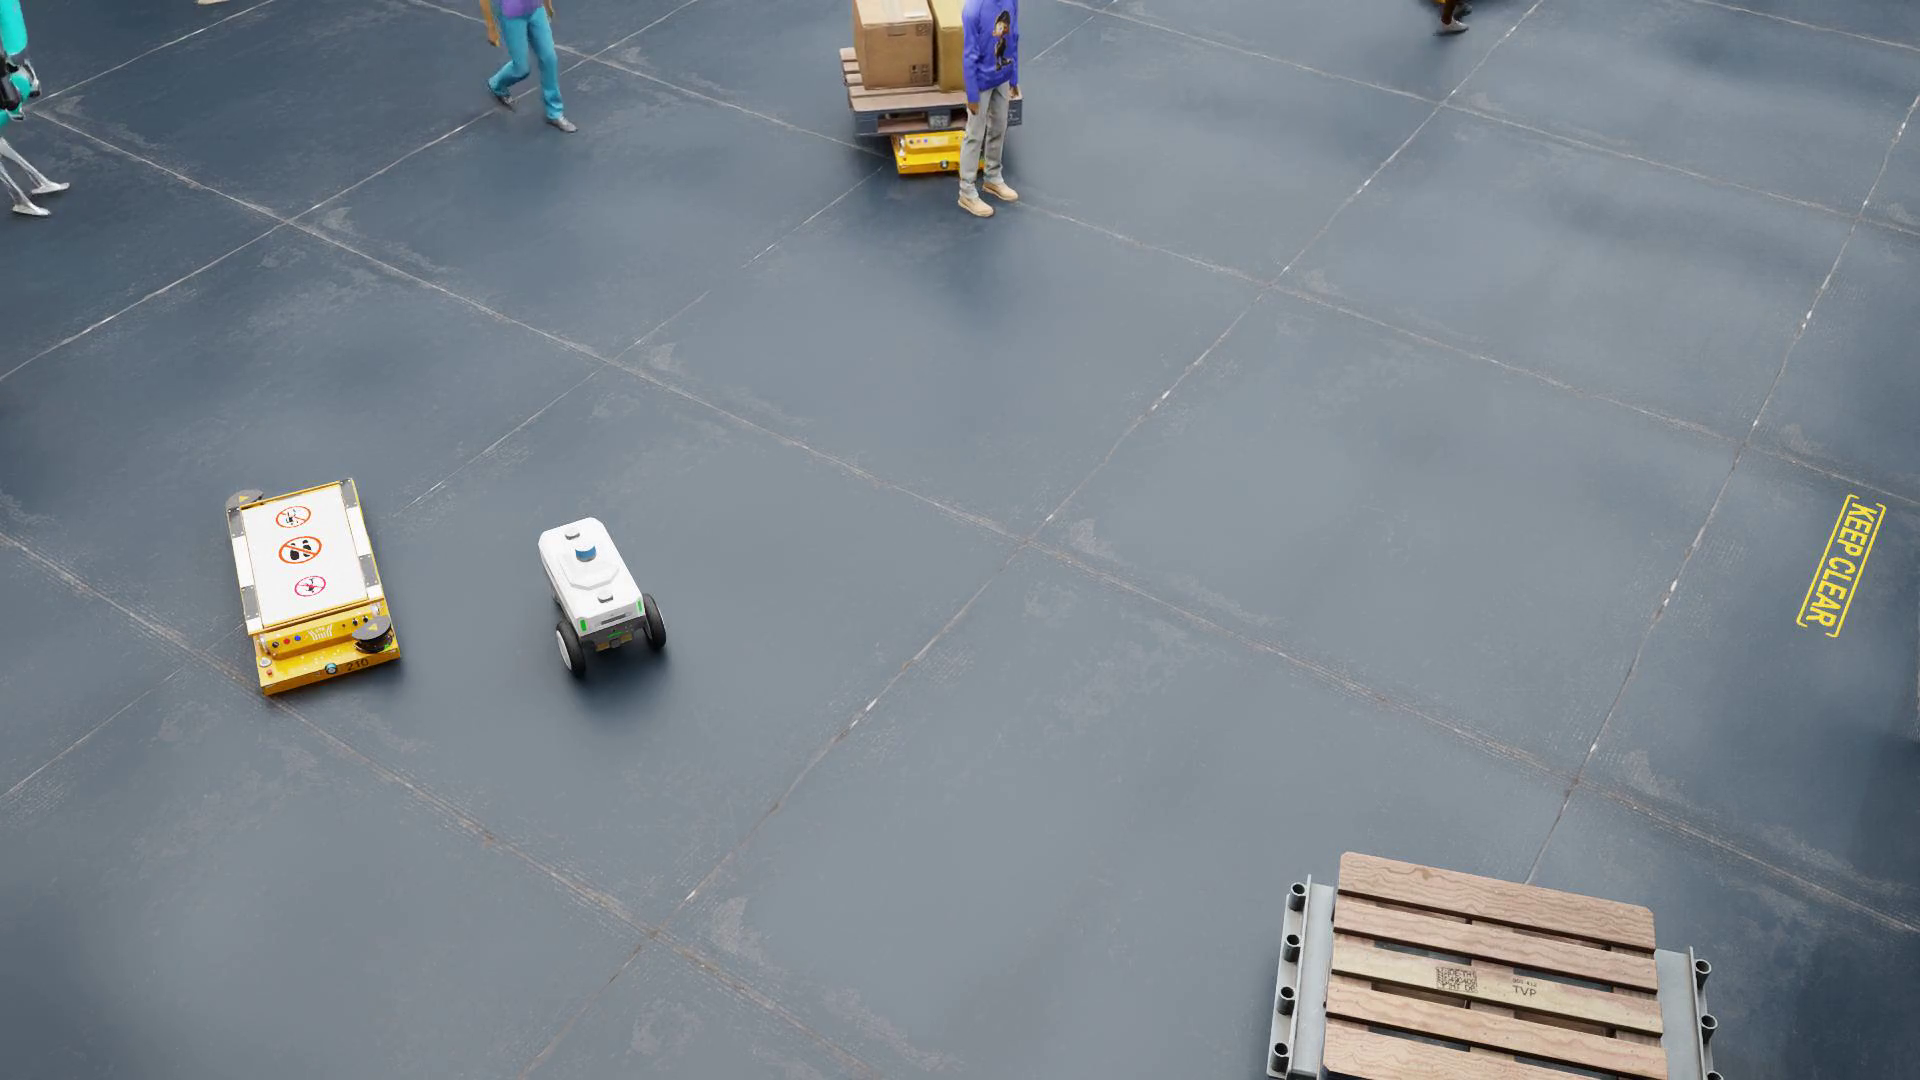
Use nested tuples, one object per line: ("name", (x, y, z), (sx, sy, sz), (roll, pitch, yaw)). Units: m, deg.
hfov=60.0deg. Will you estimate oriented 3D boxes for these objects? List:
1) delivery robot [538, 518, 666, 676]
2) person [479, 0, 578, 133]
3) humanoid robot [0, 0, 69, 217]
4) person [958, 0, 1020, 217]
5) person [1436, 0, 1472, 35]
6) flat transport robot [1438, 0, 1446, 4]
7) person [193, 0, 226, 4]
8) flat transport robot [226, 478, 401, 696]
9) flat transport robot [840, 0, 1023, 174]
("delivery robot", (-1.828, 0.239, 8.287), (0.499, 0.581, 0.774), (-19, 45, -20))
("person", (-3.183, -3.783, 11.854), (0.623, 1.815, 0.603), (27, 49, 27))
("humanoid robot", (-6.415, -3.012, 11.016), (0.750, 1.740, 0.543), (-5, 42, -6))
("person", (0.214, -3.023, 10.972), (0.378, 1.865, 0.456), (34, 52, 32))
("person", (4.118, -4.968, 13.109), (0.695, 1.912, 0.588), (-21, 46, -22))
("flat transport robot", (4.503, -4.966, 14.337), (1.431, 0.231, 0.659), (-21, 46, -22))
("person", (-6.311, -5.218, 13.515), (0.368, 1.734, 0.489), (-10, 43, -11))
("flat transport robot", (-3.355, 0.180, 8.578), (0.659, 0.231, 1.431), (-16, 44, -18))
("flat transport robot", (-0.222, -3.150, 12.305), (0.659, 0.231, 1.431), (-6, 42, -7))
